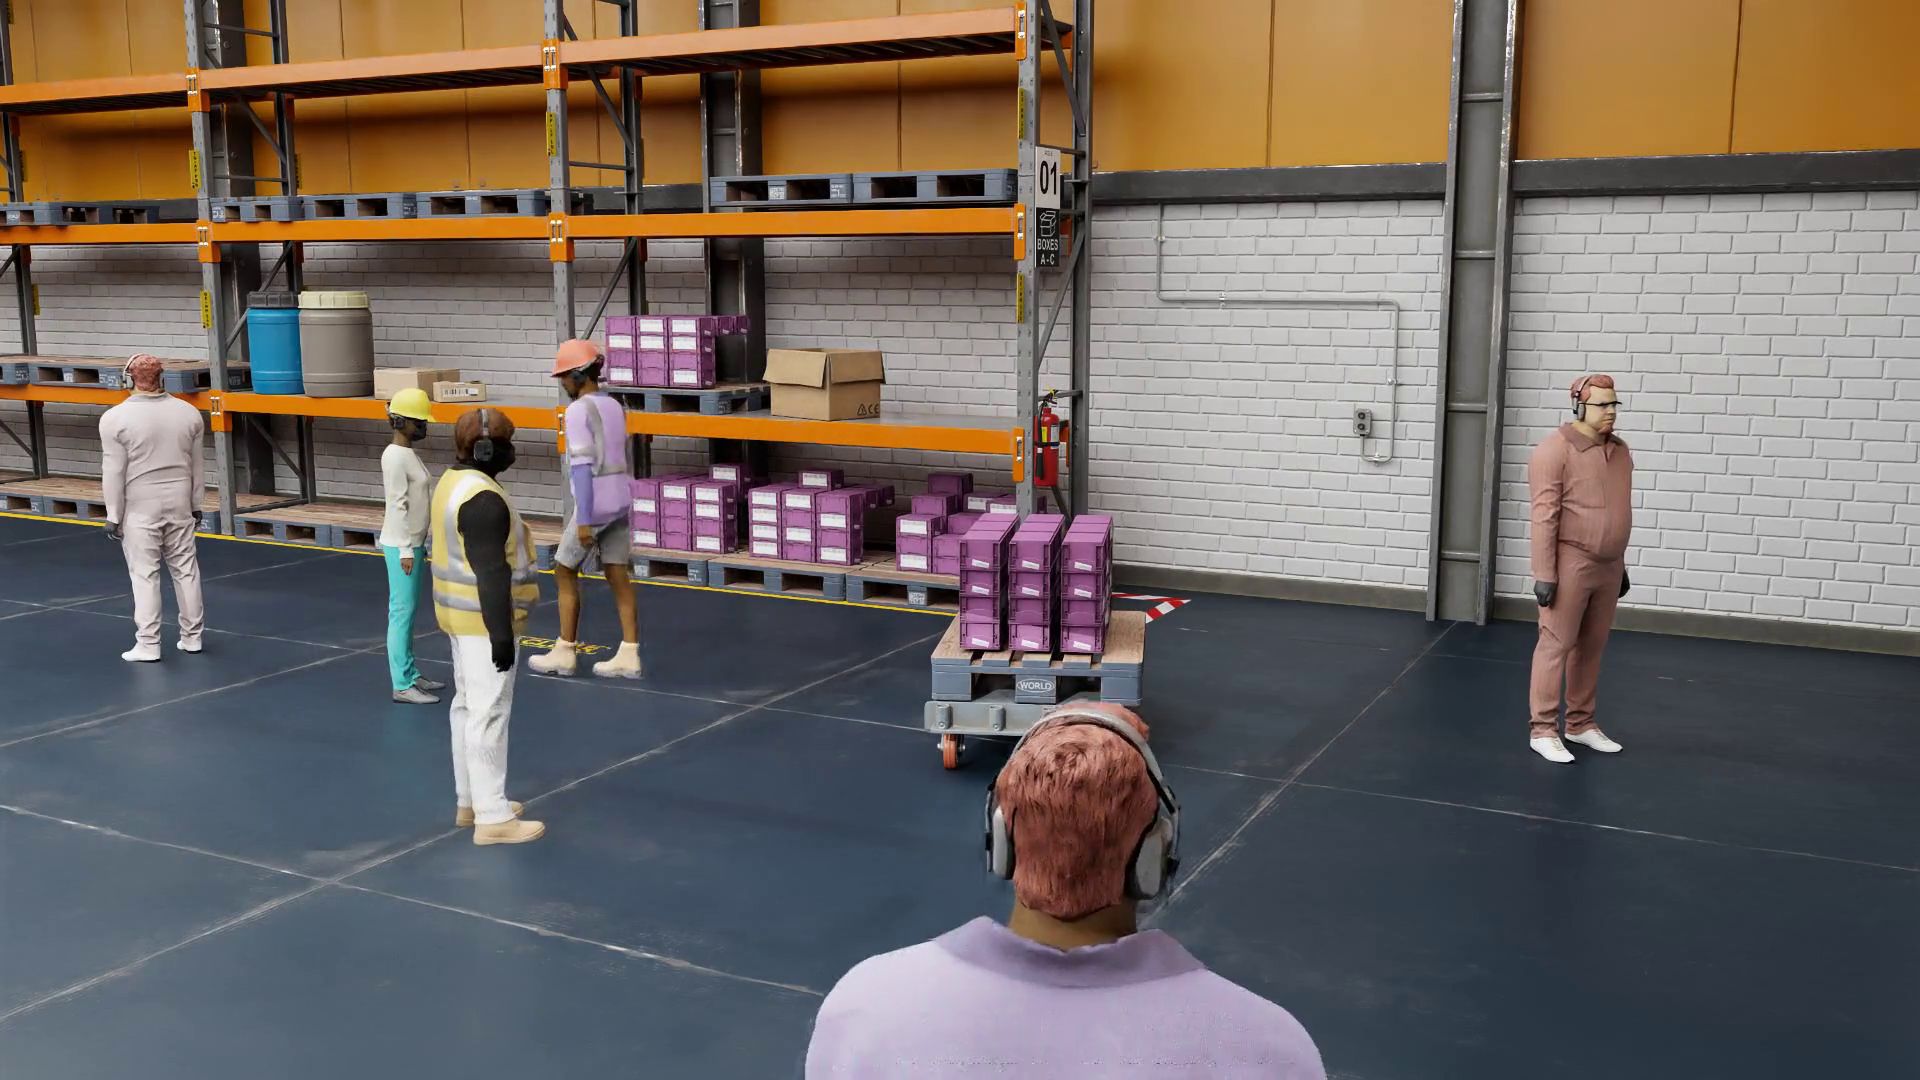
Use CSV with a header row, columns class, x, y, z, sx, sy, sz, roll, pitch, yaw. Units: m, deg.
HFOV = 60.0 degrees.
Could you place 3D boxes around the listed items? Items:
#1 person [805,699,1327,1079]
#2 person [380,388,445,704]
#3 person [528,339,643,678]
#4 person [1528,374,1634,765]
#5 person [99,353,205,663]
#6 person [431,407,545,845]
class,x,y,z,sx,sy,sz,roll,pitch,yaw
person,0.131,1.135,2.120,0.646,1.892,0.431,2,9,9
person,-3.071,0.032,9.326,0.328,1.759,0.524,-2,9,-10
person,-2.247,-0.182,9.865,0.843,2.002,0.645,3,10,18
person,3.089,0.138,8.212,0.655,1.906,0.407,-6,11,-31
person,-4.990,-0.199,10.286,0.410,1.909,0.643,6,11,34
person,-2.002,0.358,7.061,0.429,1.840,0.633,-5,10,-28
